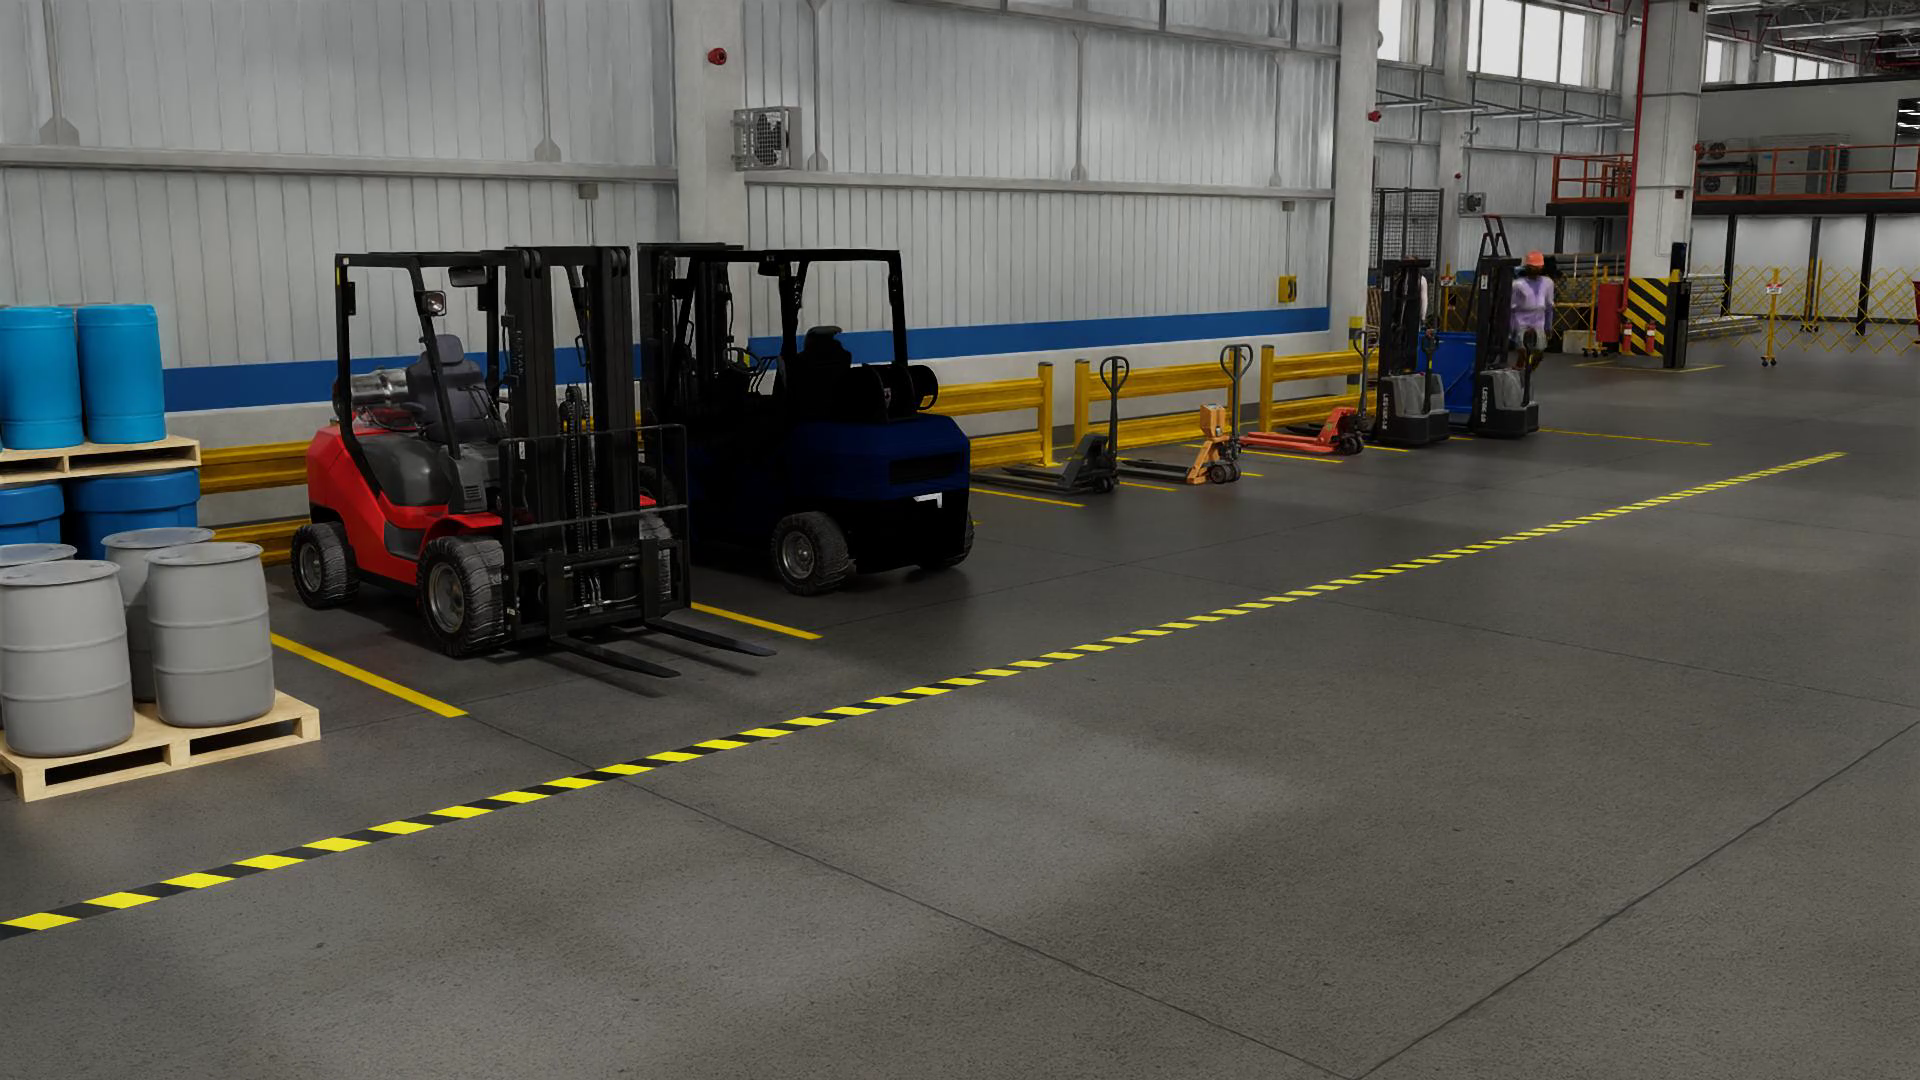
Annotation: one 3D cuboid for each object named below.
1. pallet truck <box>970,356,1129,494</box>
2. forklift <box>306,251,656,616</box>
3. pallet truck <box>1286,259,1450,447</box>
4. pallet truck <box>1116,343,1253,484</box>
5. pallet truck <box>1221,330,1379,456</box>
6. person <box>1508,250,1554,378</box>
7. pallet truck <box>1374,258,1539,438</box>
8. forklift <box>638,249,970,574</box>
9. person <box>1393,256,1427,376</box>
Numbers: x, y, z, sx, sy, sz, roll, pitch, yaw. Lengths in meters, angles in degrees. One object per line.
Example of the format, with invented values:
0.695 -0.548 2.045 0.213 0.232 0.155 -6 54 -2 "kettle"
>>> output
0.784 -1.085 14.876 0.680 1.201 1.601 -10 14 -44 "pallet truck"
-2.833 -0.669 9.694 1.157 1.987 2.680 -10 14 -44 "forklift"
4.493 -2.078 18.196 0.823 1.965 1.885 -9 14 -40 "pallet truck"
1.962 -1.215 15.415 1.522 1.261 0.704 10 14 43 "pallet truck"
3.563 -1.581 17.381 0.653 1.274 1.630 -10 14 -44 "pallet truck"
7.853 -2.958 22.889 0.657 2.034 0.531 -1 10 -4 "person"
5.704 -2.208 18.901 1.885 1.965 0.823 10 14 43 "pallet truck"
-1.173 -0.958 11.239 2.680 1.987 1.157 10 14 43 "forklift"
7.135 -3.573 26.608 0.641 1.904 0.401 4 11 19 "person"
